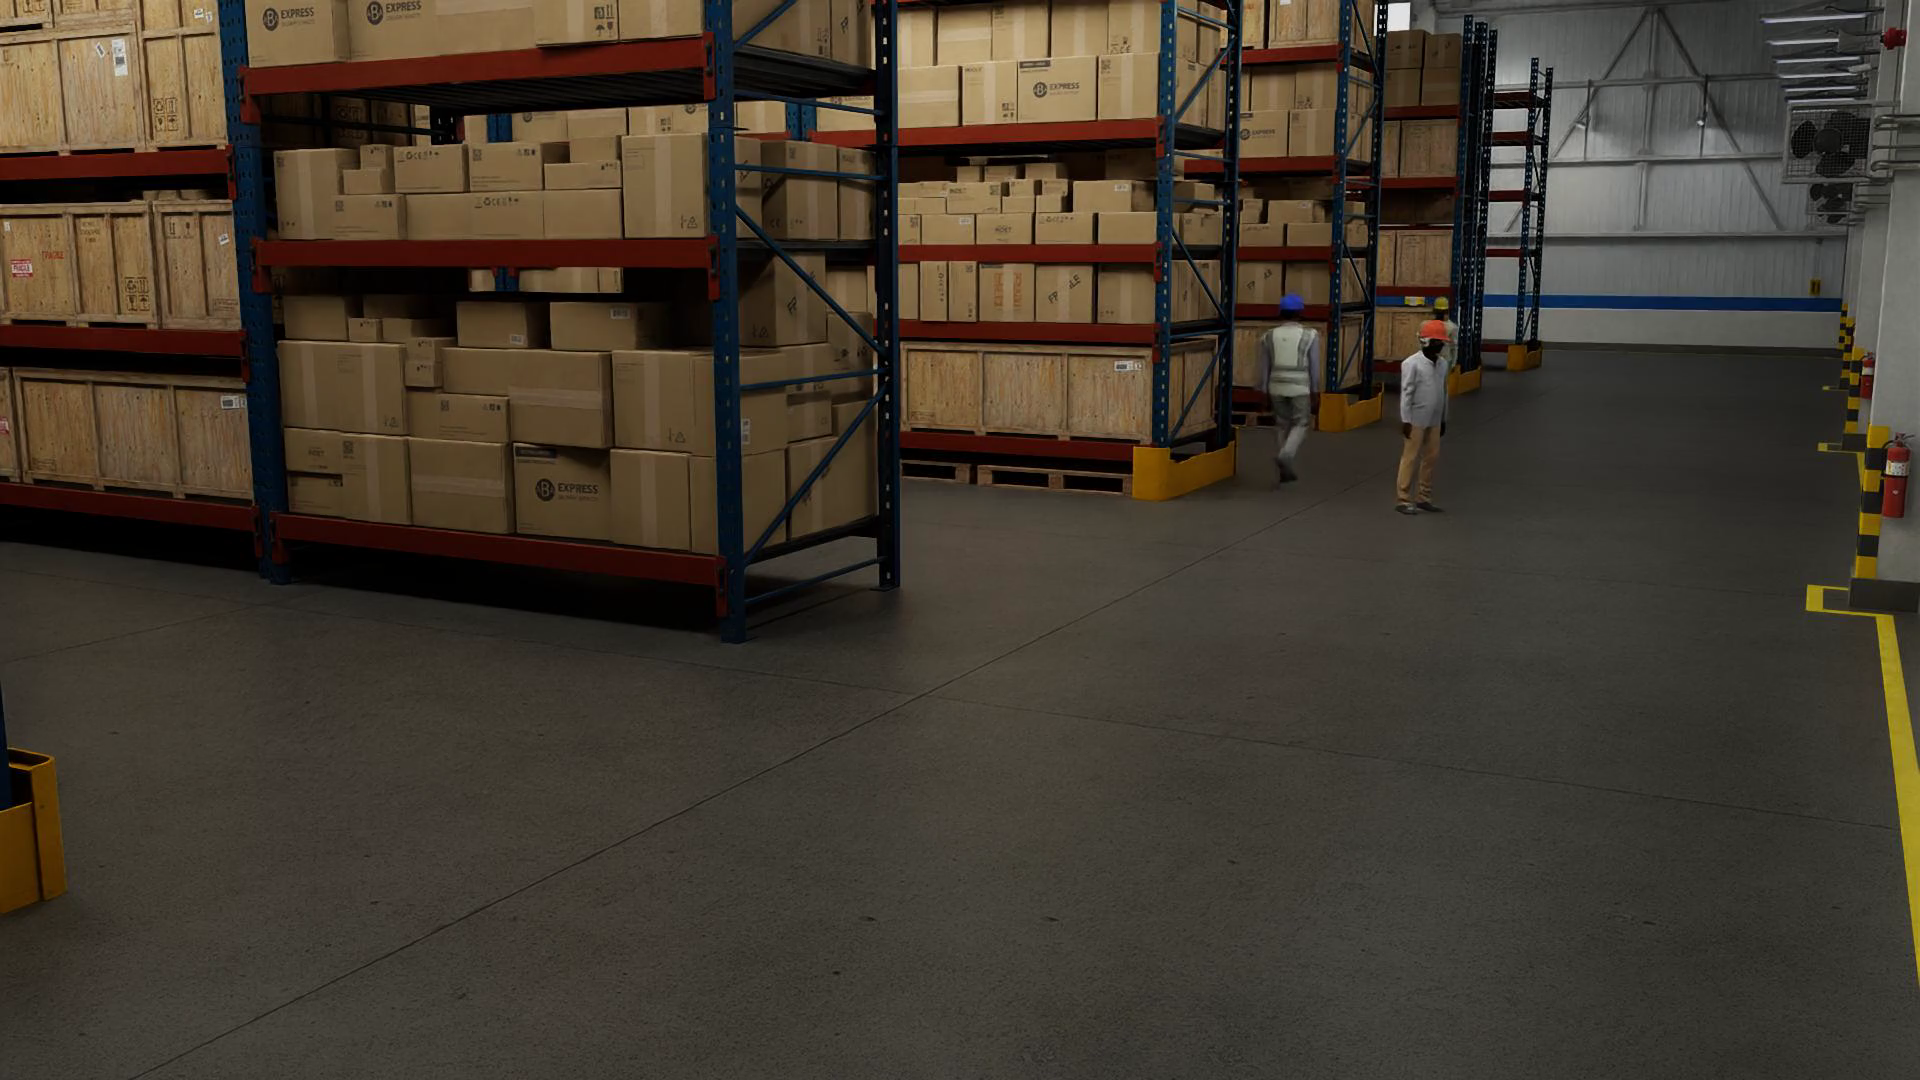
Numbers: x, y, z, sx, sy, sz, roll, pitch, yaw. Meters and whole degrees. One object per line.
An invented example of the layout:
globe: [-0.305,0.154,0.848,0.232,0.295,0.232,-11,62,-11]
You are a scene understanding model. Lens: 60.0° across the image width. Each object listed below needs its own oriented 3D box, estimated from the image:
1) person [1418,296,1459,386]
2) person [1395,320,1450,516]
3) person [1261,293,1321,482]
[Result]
person: [6.458,-2.419,22.491,0.548,1.750,0.419,4,11,23]
person: [4.166,-1.090,14.854,0.575,1.743,0.350,-6,11,-31]
person: [3.317,-1.518,16.769,0.626,1.935,0.553,6,12,32]
